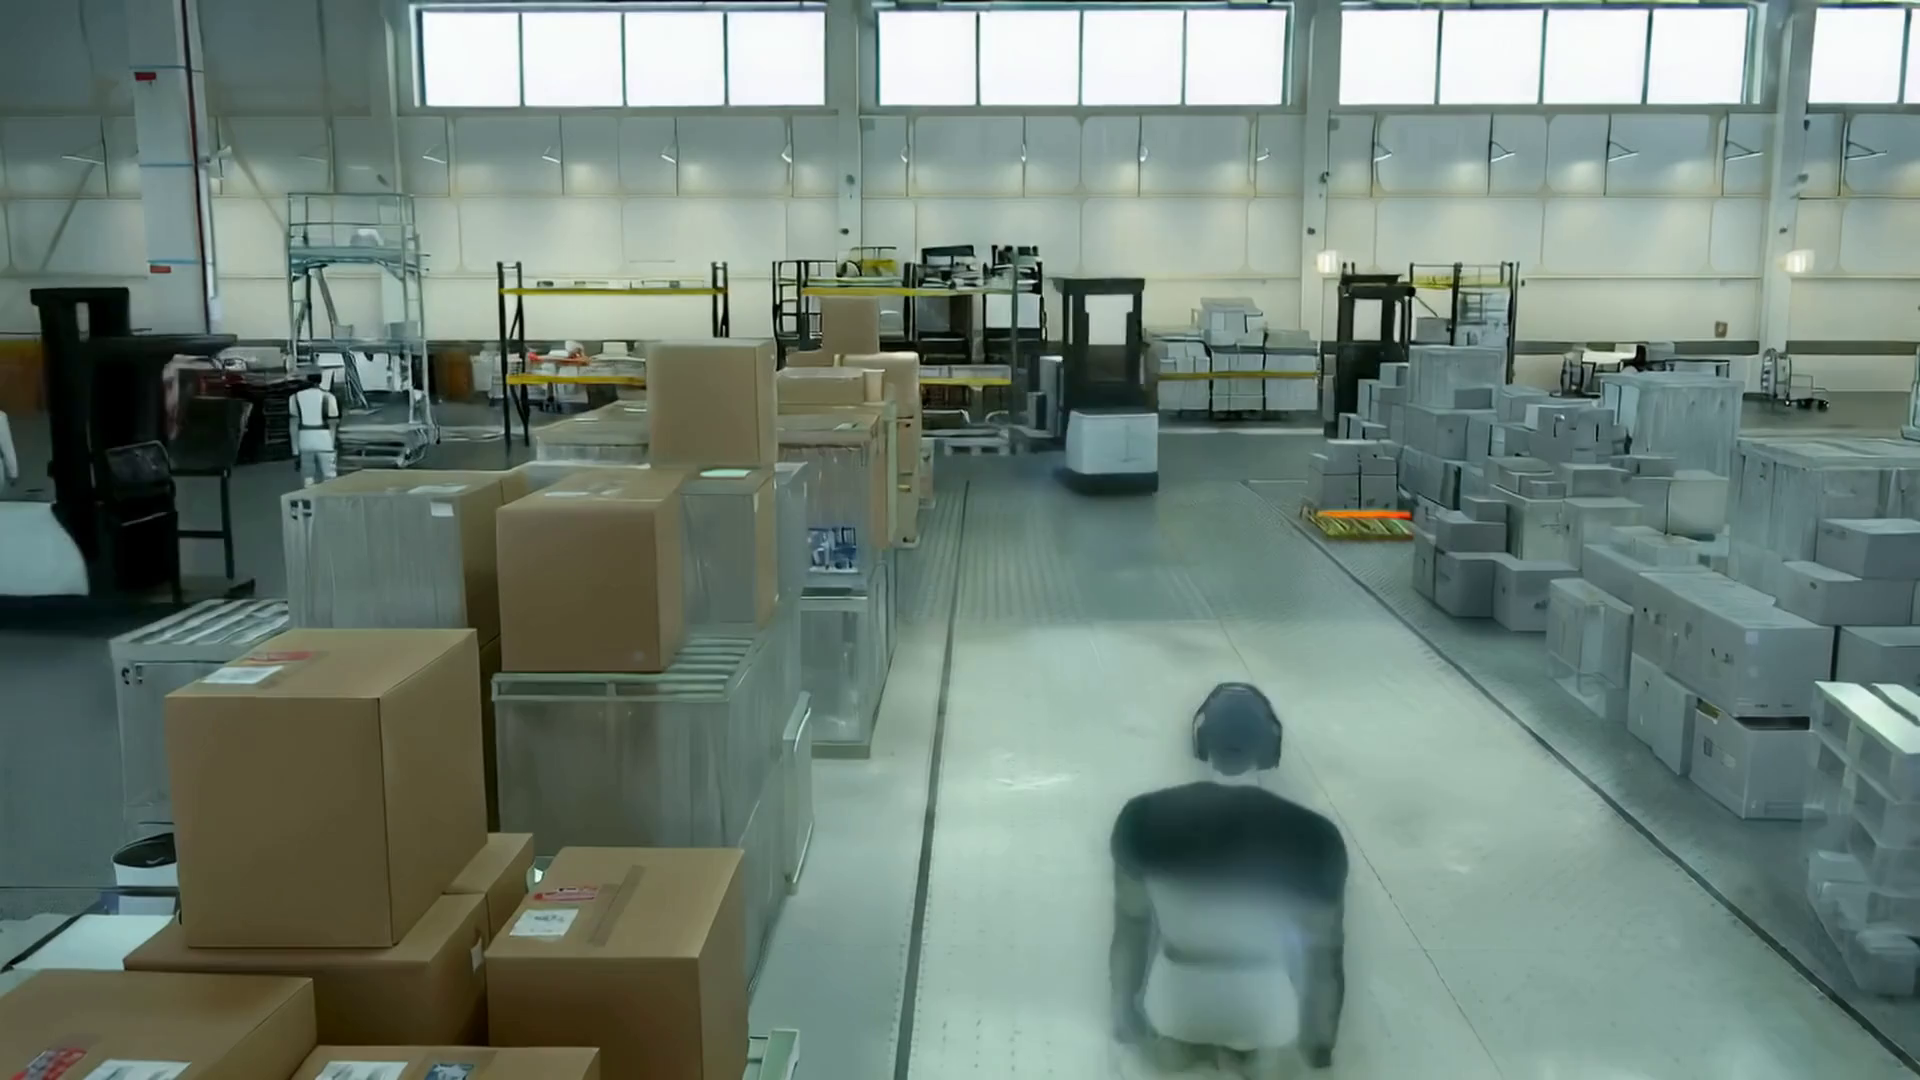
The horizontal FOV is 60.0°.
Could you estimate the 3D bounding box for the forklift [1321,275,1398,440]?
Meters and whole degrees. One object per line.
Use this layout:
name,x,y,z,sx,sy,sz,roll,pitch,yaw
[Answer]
forklift,6.860,-3.100,28.206,1.129,2.768,1.873,0,9,1

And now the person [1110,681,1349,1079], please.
person,0.715,1.336,4.504,0.625,1.930,0.397,3,10,15

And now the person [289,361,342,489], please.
person,-7.228,-1.045,18.711,0.542,1.938,0.357,-1,10,-5

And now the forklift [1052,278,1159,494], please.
forklift,1.955,-2.096,22.189,1.129,2.768,1.873,-1,10,-7

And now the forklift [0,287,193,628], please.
forklift,-7.256,-0.719,13.944,1.873,2.768,1.129,0,9,1

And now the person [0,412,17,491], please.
person,-9.973,-0.706,16.969,0.586,1.848,0.956,-6,11,-31
